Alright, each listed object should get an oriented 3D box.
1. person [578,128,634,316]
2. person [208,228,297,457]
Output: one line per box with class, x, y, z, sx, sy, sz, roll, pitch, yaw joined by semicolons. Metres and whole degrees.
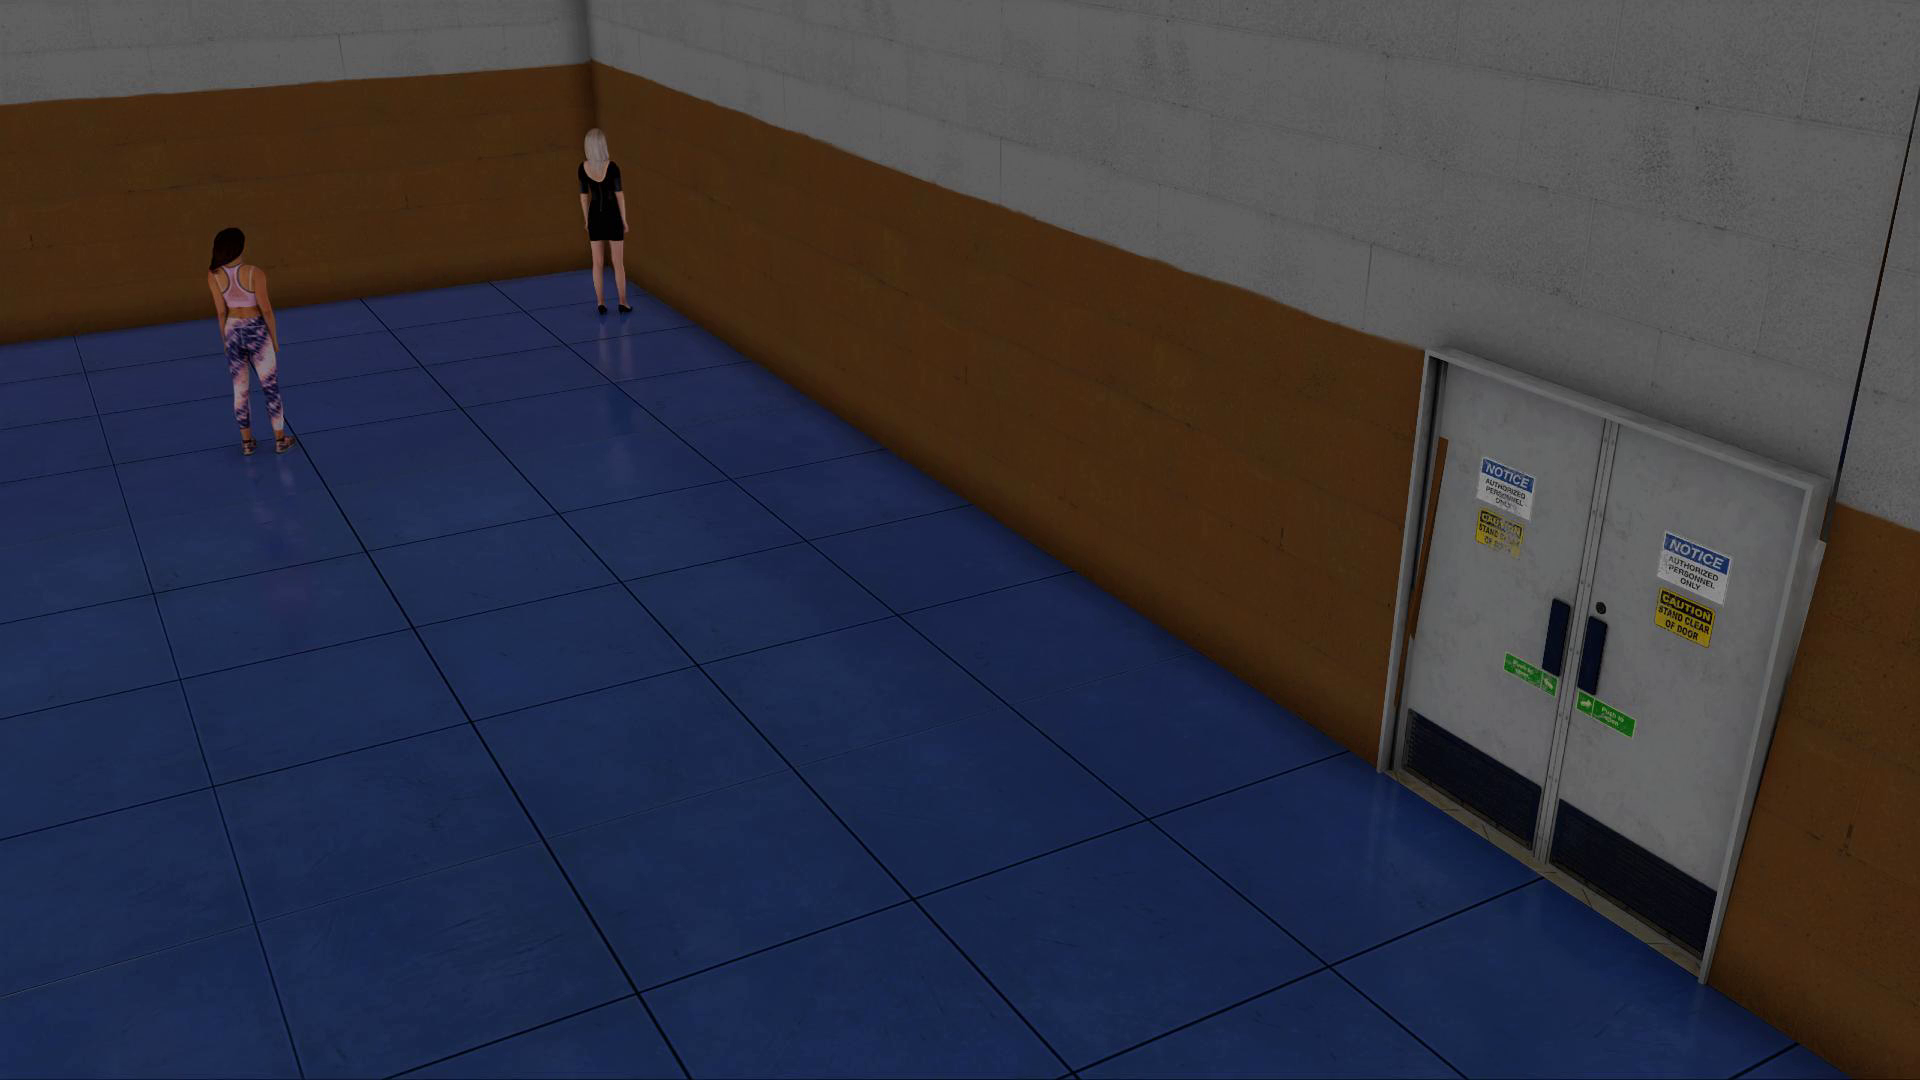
person;-3.487;-3.121;16.328;0.610;1.831;0.715;1;24;3
person;-5.456;-1.526;12.761;0.565;1.768;0.699;-4;24;-9
